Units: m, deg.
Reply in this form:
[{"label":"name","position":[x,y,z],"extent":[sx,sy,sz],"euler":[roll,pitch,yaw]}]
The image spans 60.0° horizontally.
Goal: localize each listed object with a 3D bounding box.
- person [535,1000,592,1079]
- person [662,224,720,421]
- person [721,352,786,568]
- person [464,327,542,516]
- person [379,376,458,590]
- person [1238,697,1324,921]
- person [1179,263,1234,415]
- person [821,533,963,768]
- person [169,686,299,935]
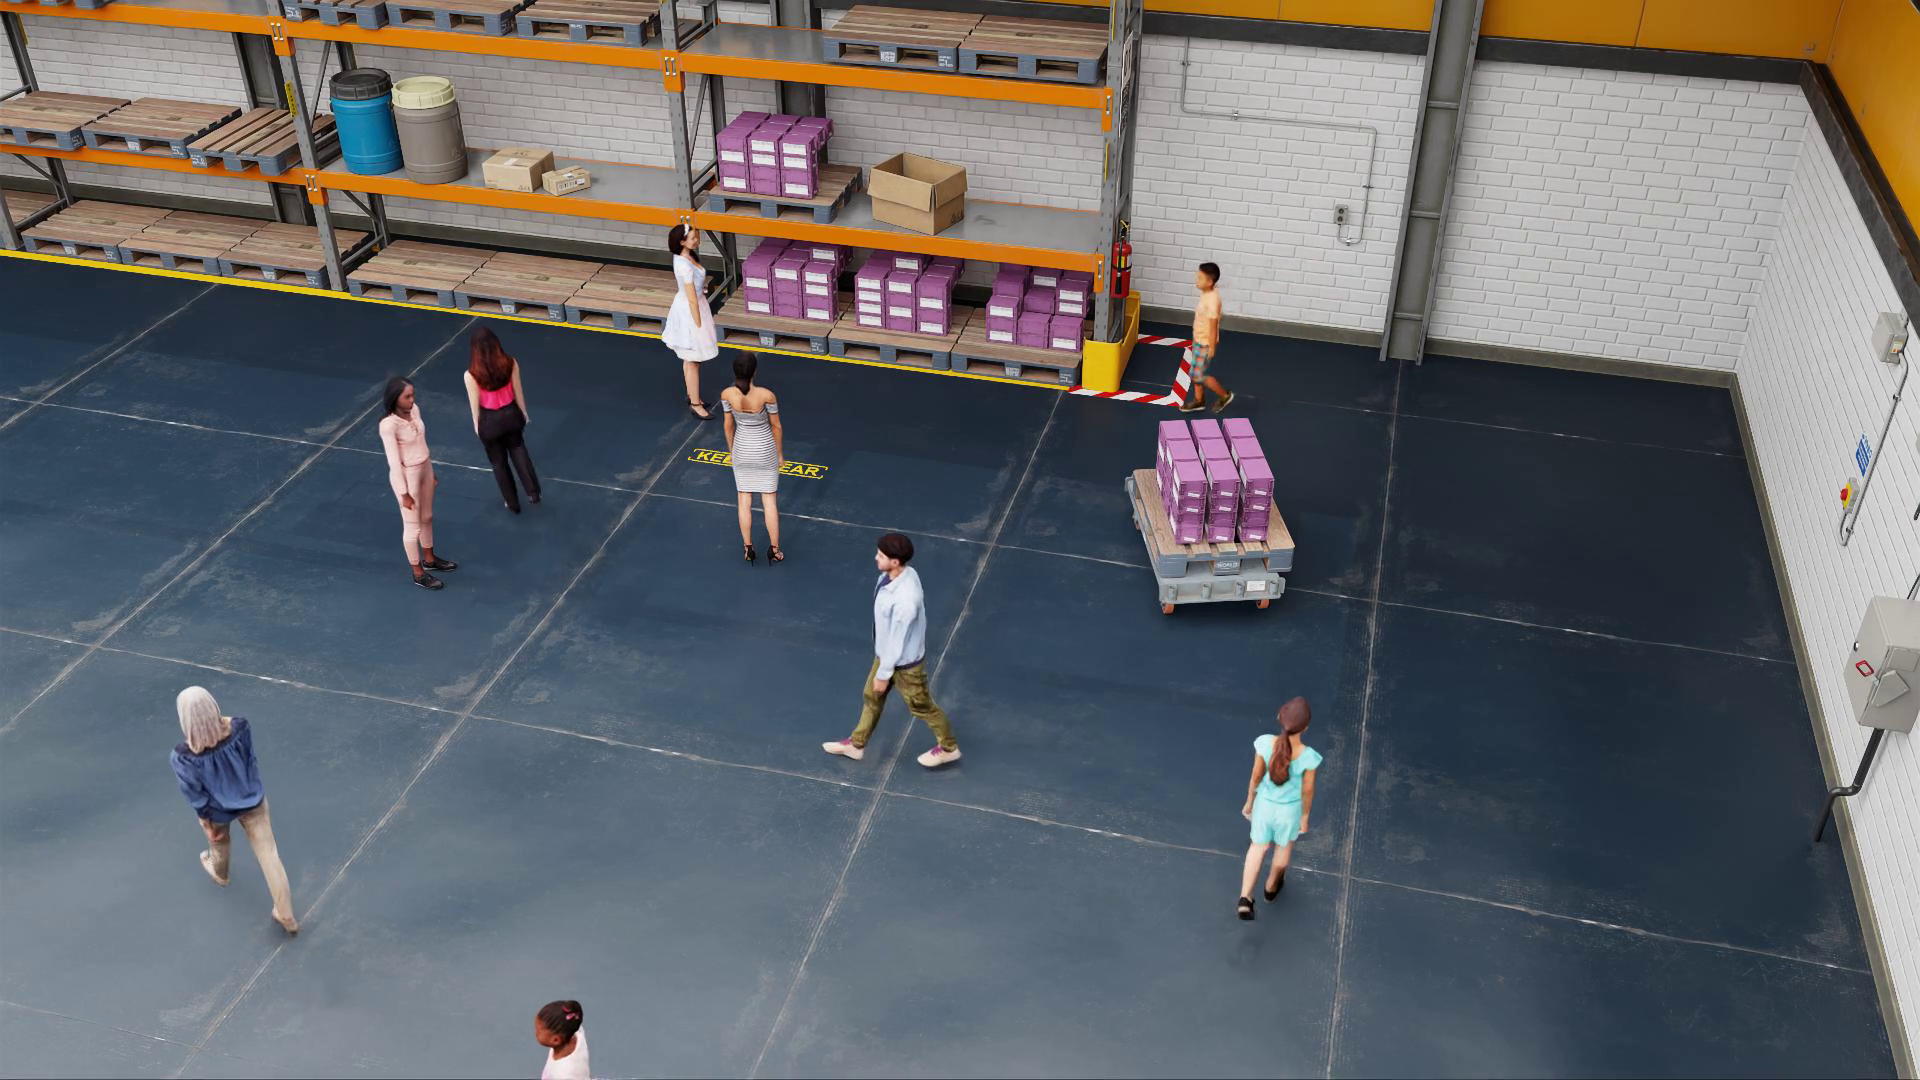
[{"label":"person","position":[-1.758,2.722,7.939],"extent":[1.052,1.422,0.825],"euler":[-5,34,-8]},{"label":"person","position":[-2.351,-1.911,14.551],"extent":[0.884,1.818,0.839],"euler":[-8,34,-12]},{"label":"person","position":[-1.555,-0.604,12.581],"extent":[0.509,1.822,0.676],"euler":[4,34,6]},{"label":"person","position":[-3.611,-0.893,13.173],"extent":[0.756,1.649,0.819],"euler":[-21,39,-29]},{"label":"person","position":[-4.095,-0.446,12.434],"extent":[0.526,1.722,0.611],"euler":[7,34,11]},{"label":"person","position":[1.815,1.579,9.549],"extent":[0.863,1.542,0.715],"euler":[16,37,22]},{"label":"person","position":[2.231,-1.766,14.665],"extent":[0.762,1.451,0.664],"euler":[-5,34,-7]},{"label":"person","position":[-0.282,0.760,10.580],"extent":[1.255,1.767,0.988],"euler":[-4,34,-7]},{"label":"person","position":[-4.082,1.572,9.461],"extent":[0.988,1.651,1.184],"euler":[-27,42,-35]}]
